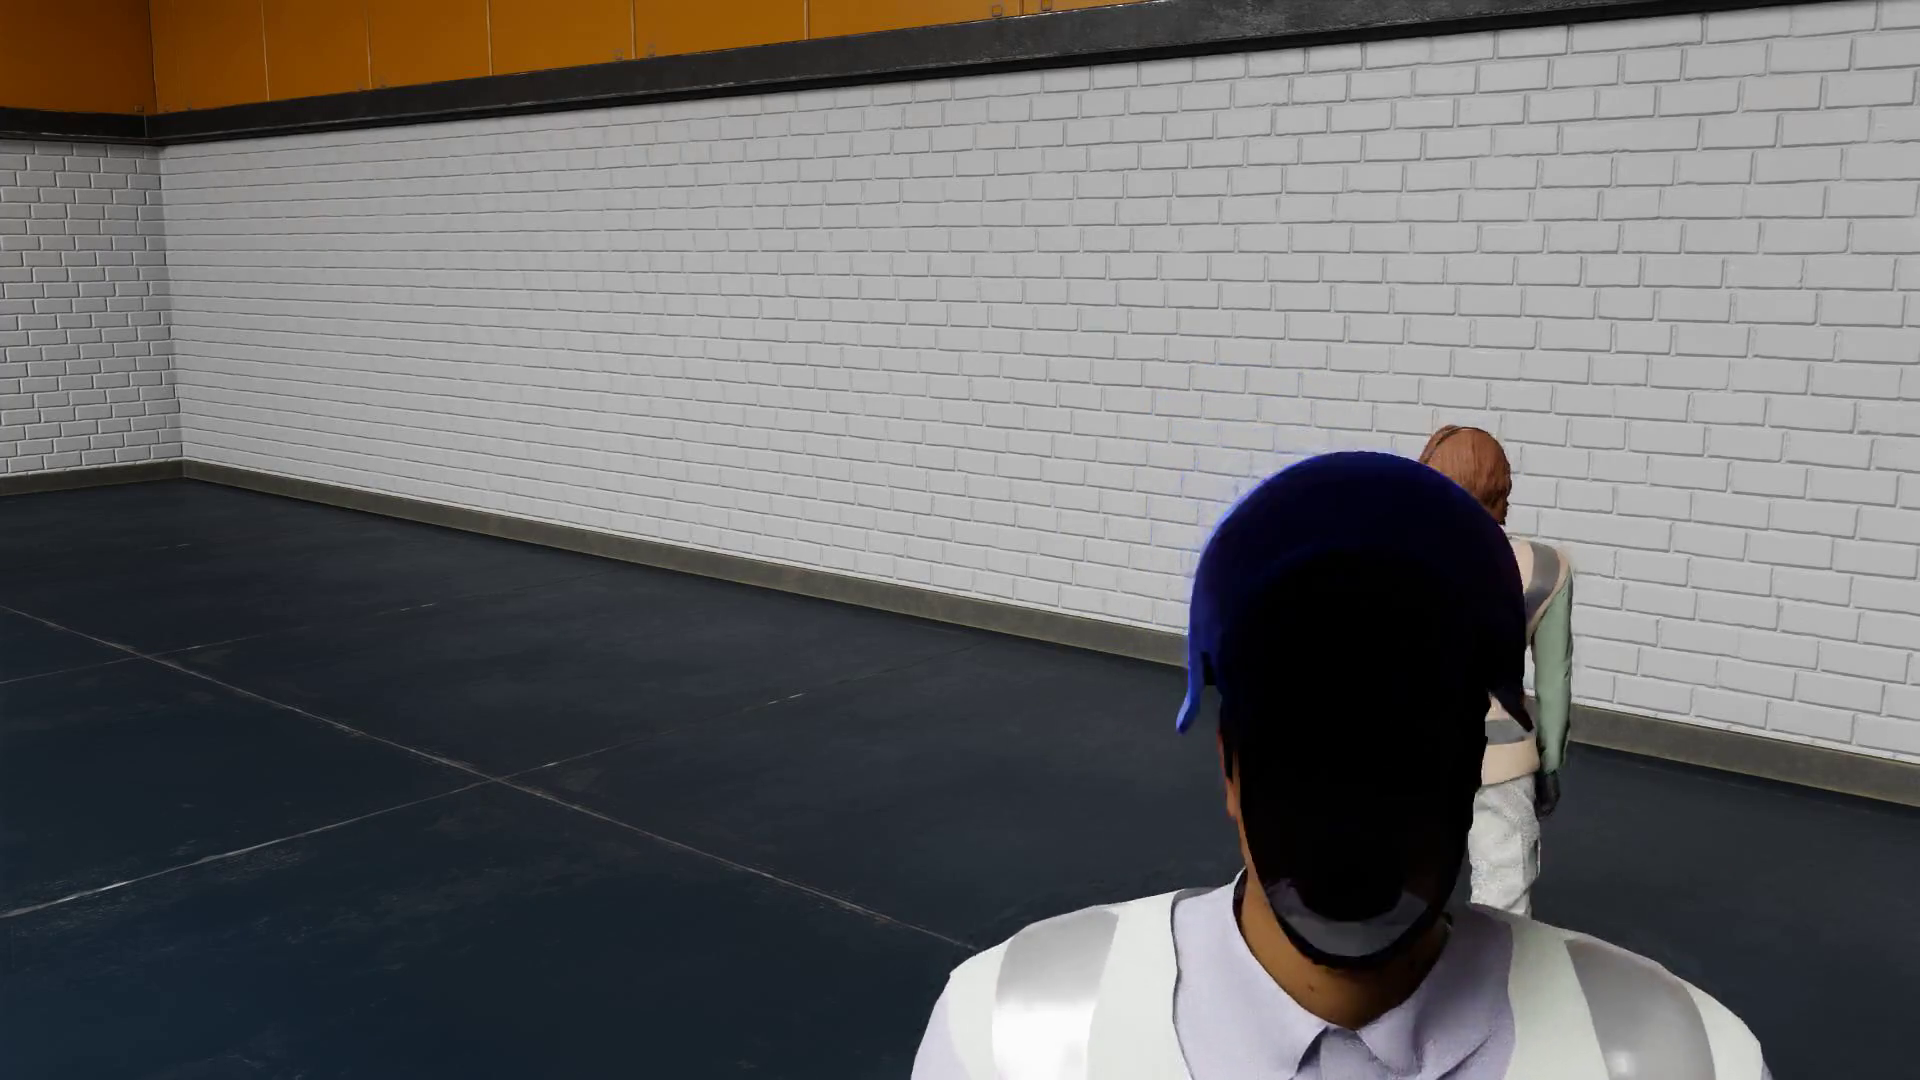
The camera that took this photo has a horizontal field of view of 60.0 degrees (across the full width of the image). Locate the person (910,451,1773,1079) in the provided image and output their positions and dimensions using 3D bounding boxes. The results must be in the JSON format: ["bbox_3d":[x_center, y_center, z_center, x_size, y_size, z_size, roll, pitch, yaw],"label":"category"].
[{"bbox_3d":[0.259,0.860,1.286,0.629,1.913,0.950,2,10,10],"label":"person"}]

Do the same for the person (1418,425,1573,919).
[{"bbox_3d":[1.175,0.558,3.918,0.533,1.634,0.655,1,10,5],"label":"person"}]
